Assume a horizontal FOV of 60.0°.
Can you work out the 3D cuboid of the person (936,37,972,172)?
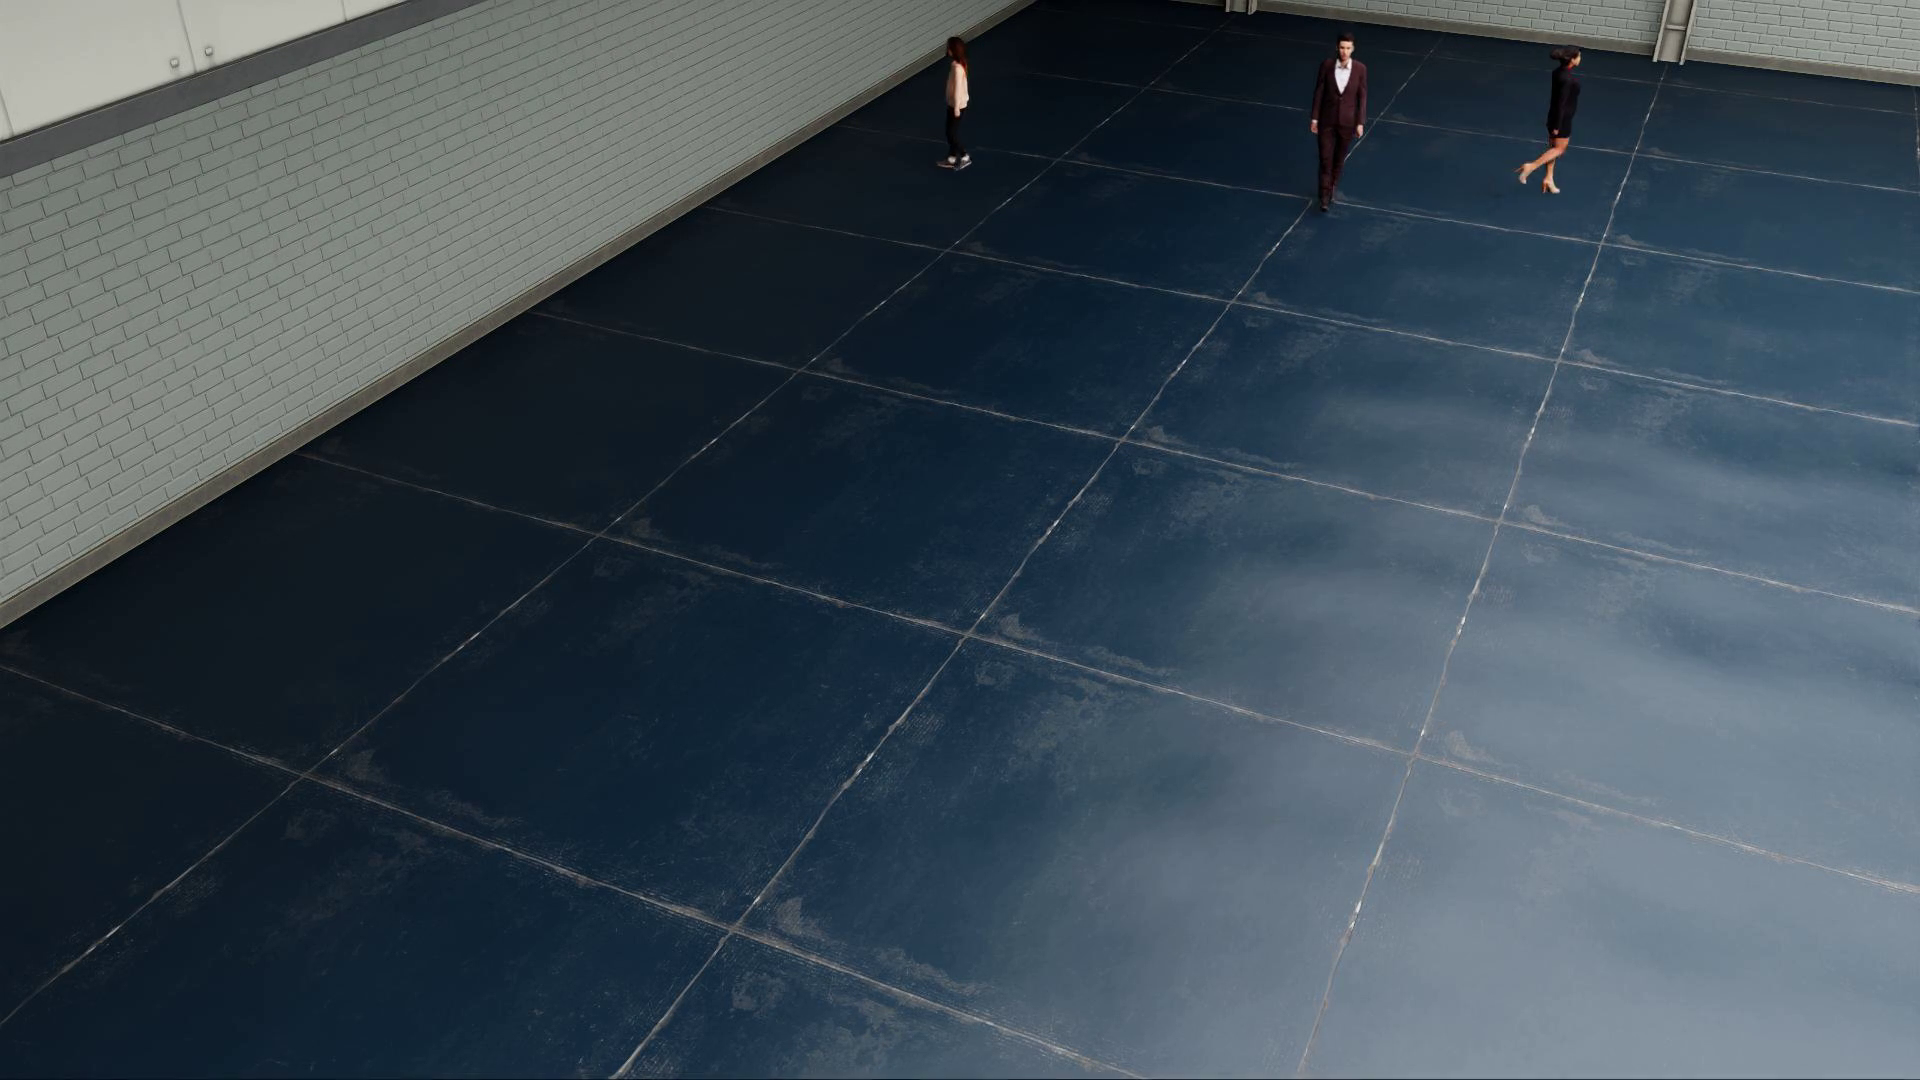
[{"bbox_3d":[-0.013,-4.845,18.508,0.772,1.481,0.731,-4,32,-6],"label":"person"}]

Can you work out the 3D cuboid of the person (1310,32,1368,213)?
[{"bbox_3d":[3.976,-4.416,17.512,1.170,1.817,0.984,4,33,7],"label":"person"}]

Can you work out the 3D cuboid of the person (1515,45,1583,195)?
[{"bbox_3d":[6.322,-4.454,17.753,0.876,1.625,0.751,0,32,-1],"label":"person"}]
